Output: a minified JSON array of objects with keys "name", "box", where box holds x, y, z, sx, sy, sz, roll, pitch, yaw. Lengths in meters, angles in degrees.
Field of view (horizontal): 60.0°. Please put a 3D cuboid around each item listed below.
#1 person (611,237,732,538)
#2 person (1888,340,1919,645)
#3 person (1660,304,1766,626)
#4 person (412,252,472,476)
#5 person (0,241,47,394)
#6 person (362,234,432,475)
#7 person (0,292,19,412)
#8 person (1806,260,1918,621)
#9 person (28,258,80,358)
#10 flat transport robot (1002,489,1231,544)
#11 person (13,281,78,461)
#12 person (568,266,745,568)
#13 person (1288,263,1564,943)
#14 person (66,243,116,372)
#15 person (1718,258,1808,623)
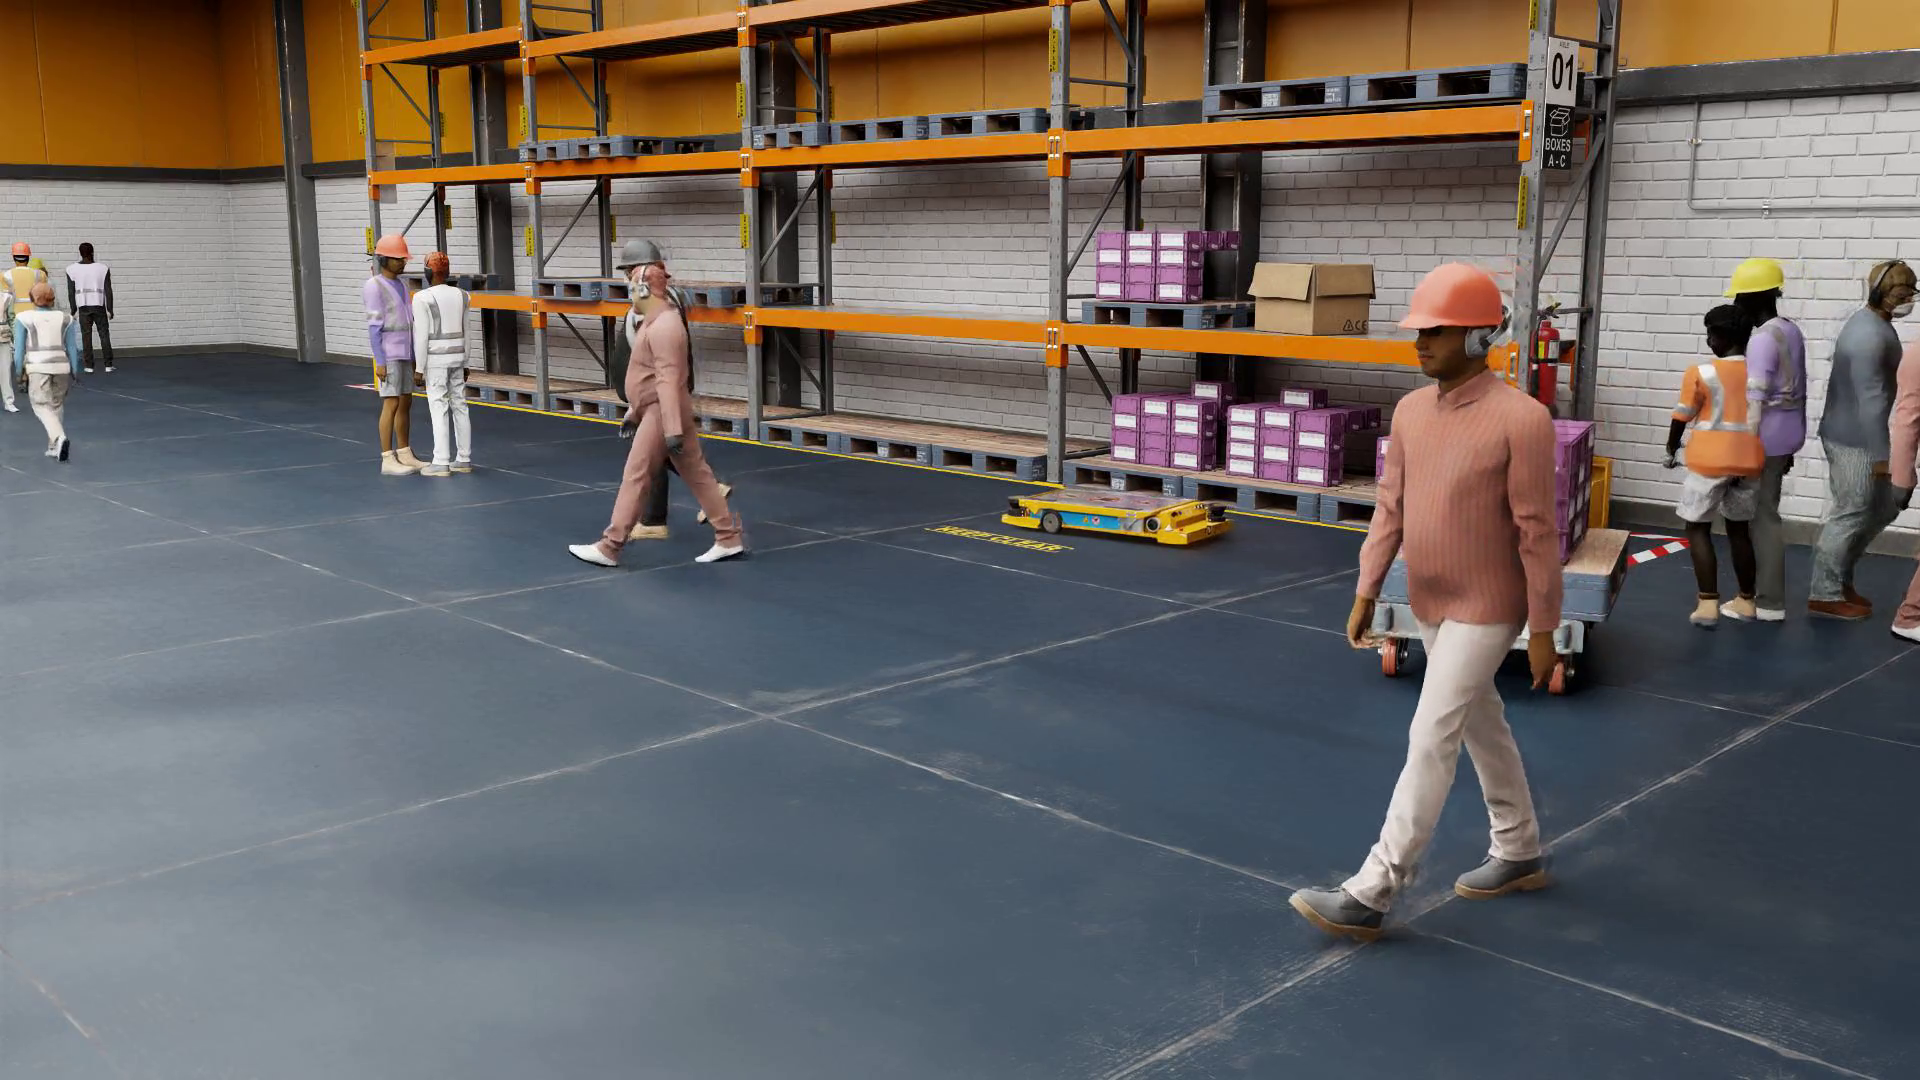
[{"name":"person","box":[-1.979,-1.024,11.125,0.693,2.000,0.705,0,10,3]},{"name":"person","box":[4.777,-0.317,7.830,0.621,1.851,0.892,-3,11,-16]},{"name":"person","box":[3.935,-0.383,8.638,0.547,1.670,0.488,-2,11,-11]},{"name":"person","box":[-4.370,-1.480,14.048,0.355,1.883,0.574,6,12,30]},{"name":"person","box":[-11.946,-2.840,21.309,0.542,1.939,0.368,-6,12,-30]},{"name":"person","box":[-4.774,-1.562,14.102,0.397,2.033,0.609,2,11,10]},{"name":"person","box":[-11.022,-2.260,18.973,0.514,1.636,0.315,-10,14,-42]},{"name":"person","box":[4.670,-0.489,8.603,0.448,1.896,0.657,6,12,31]},{"name":"person","box":[-13.978,-3.496,25.593,0.501,1.694,0.809,2,11,11]},{"name":"flat transport robot","box":[1.059,-0.180,11.357,1.431,0.197,0.652,7,13,34]},{"name":"person","box":[-8.173,-1.511,14.935,0.719,1.613,0.522,9,14,41]},{"name":"person","box":[-1.834,-0.741,10.159,1.072,1.840,0.642,-1,10,-4]},{"name":"person","box":[1.399,0.179,4.853,1.031,1.937,0.656,-4,11,-21]},{"name":"person","box":[-12.895,-3.447,24.694,0.590,1.913,0.398,-5,11,-24]},{"name":"person","box":[4.159,-0.508,8.671,0.489,1.902,0.603,7,13,34]}]
